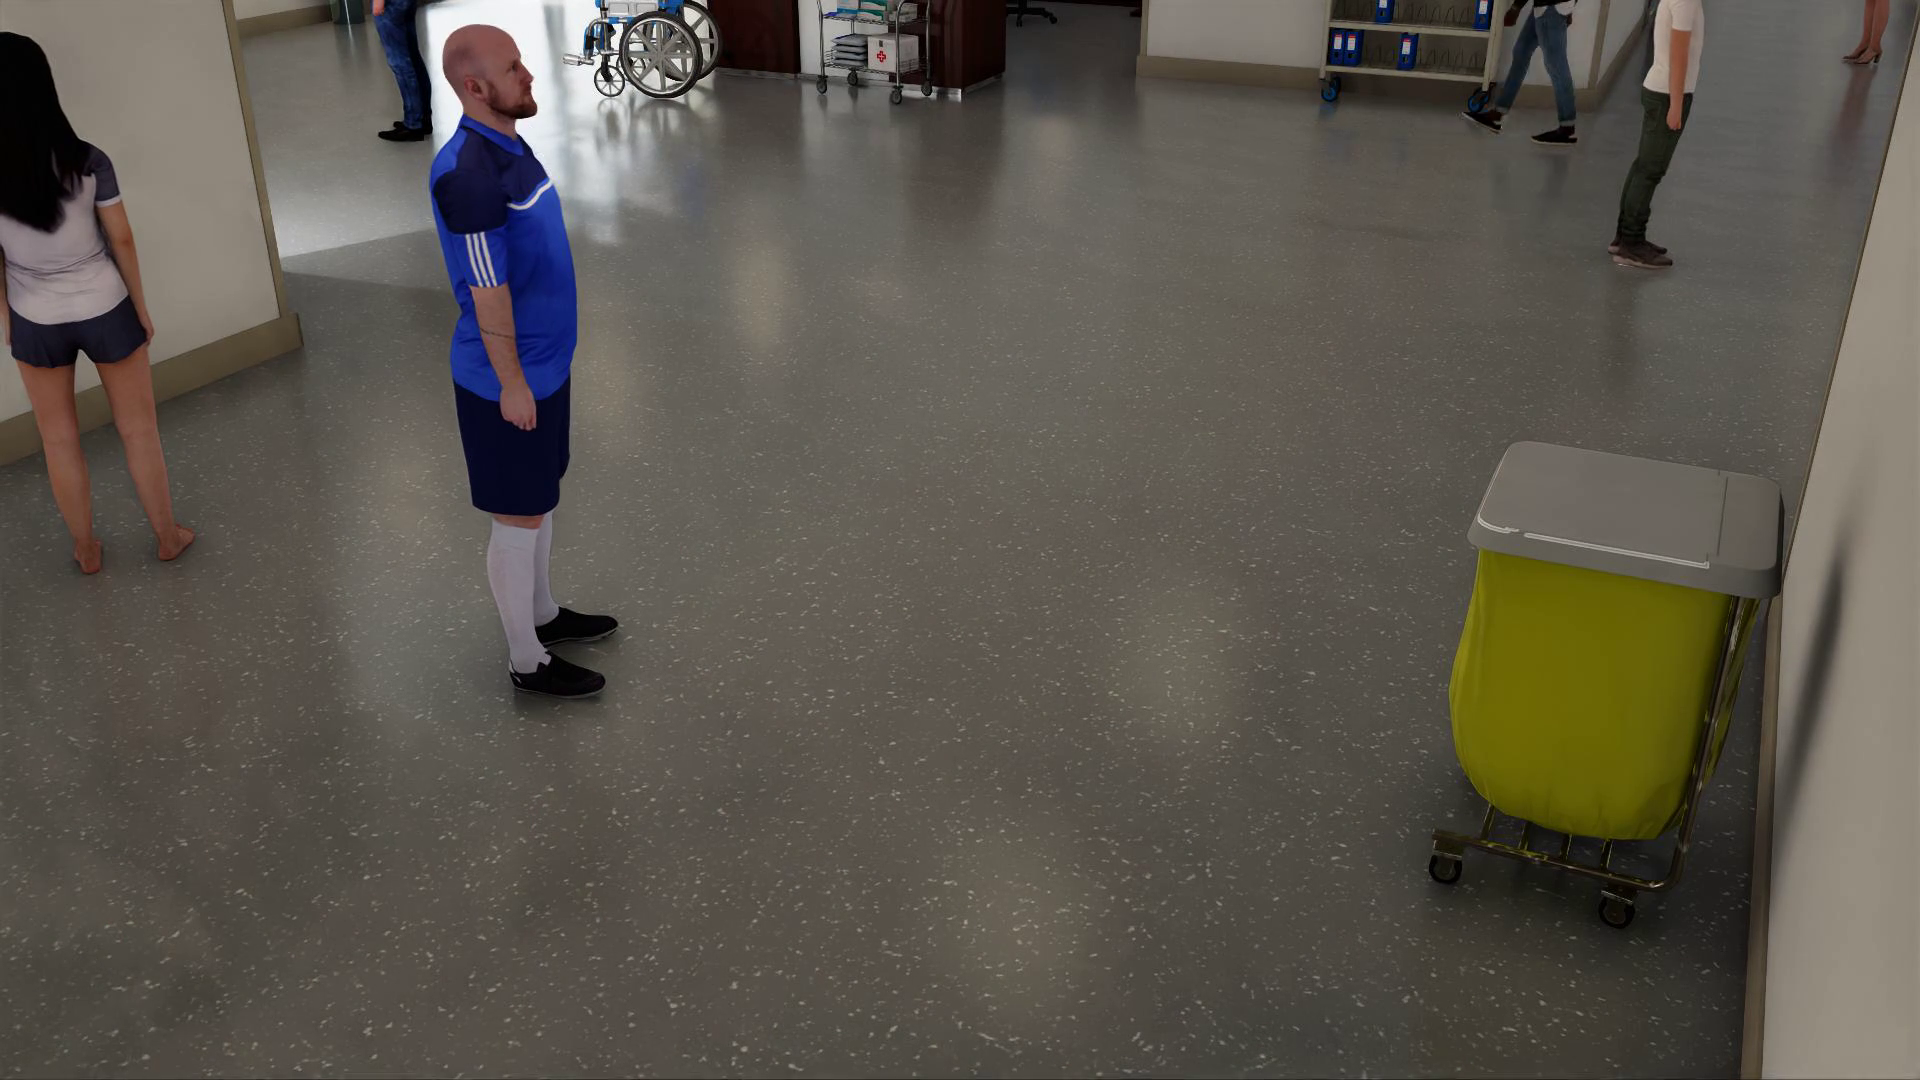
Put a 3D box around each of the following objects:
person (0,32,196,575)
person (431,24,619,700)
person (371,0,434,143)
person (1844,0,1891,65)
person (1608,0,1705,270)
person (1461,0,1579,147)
[{"bbox_3d":[-2.783,-0.710,5.197,0.675,1.707,0.734,-9,27,-18],"label":"person"},{"bbox_3d":[-1.208,-0.466,4.537,0.744,1.841,0.755,-1,26,-3],"label":"person"},{"bbox_3d":[-3.757,-3.623,11.024,0.716,1.893,0.748,1,26,2],"label":"person"},{"bbox_3d":[7.631,-4.858,13.724,0.730,1.772,0.727,3,26,7],"label":"person"},{"bbox_3d":[3.574,-2.231,8.415,0.559,1.653,0.605,8,27,16],"label":"person"},{"bbox_3d":[3.939,-3.449,10.785,1.072,1.787,0.771,14,29,27],"label":"person"}]
